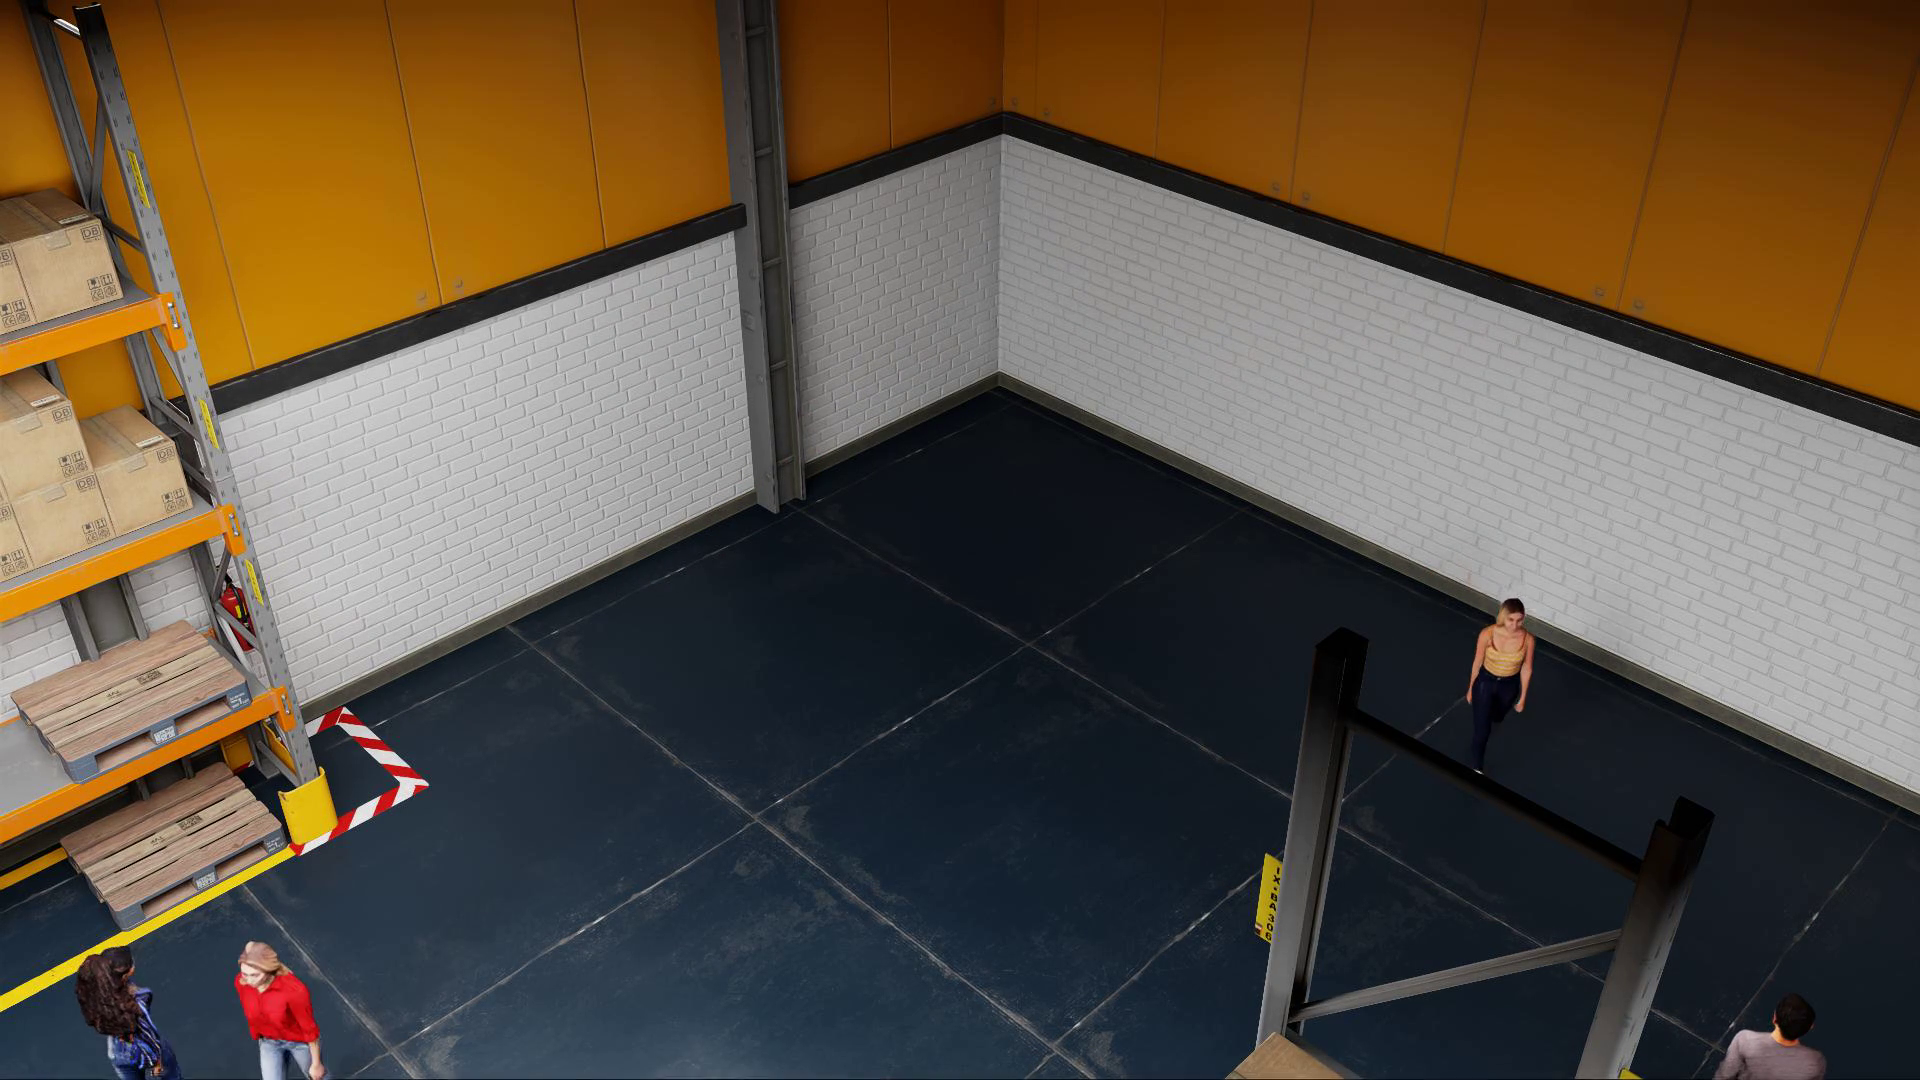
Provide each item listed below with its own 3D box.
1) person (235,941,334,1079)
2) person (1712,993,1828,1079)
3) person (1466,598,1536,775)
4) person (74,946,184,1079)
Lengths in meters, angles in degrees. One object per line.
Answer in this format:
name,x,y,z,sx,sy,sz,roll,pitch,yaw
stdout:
person,-3.856,2.859,9.669,0.933,1.679,1.032,4,34,7
person,4.370,3.165,9.132,0.715,1.763,0.750,28,42,35
person,4.004,1.062,12.439,0.963,1.605,1.141,6,34,9
person,-4.776,2.984,9.549,0.884,1.603,1.060,10,35,15
